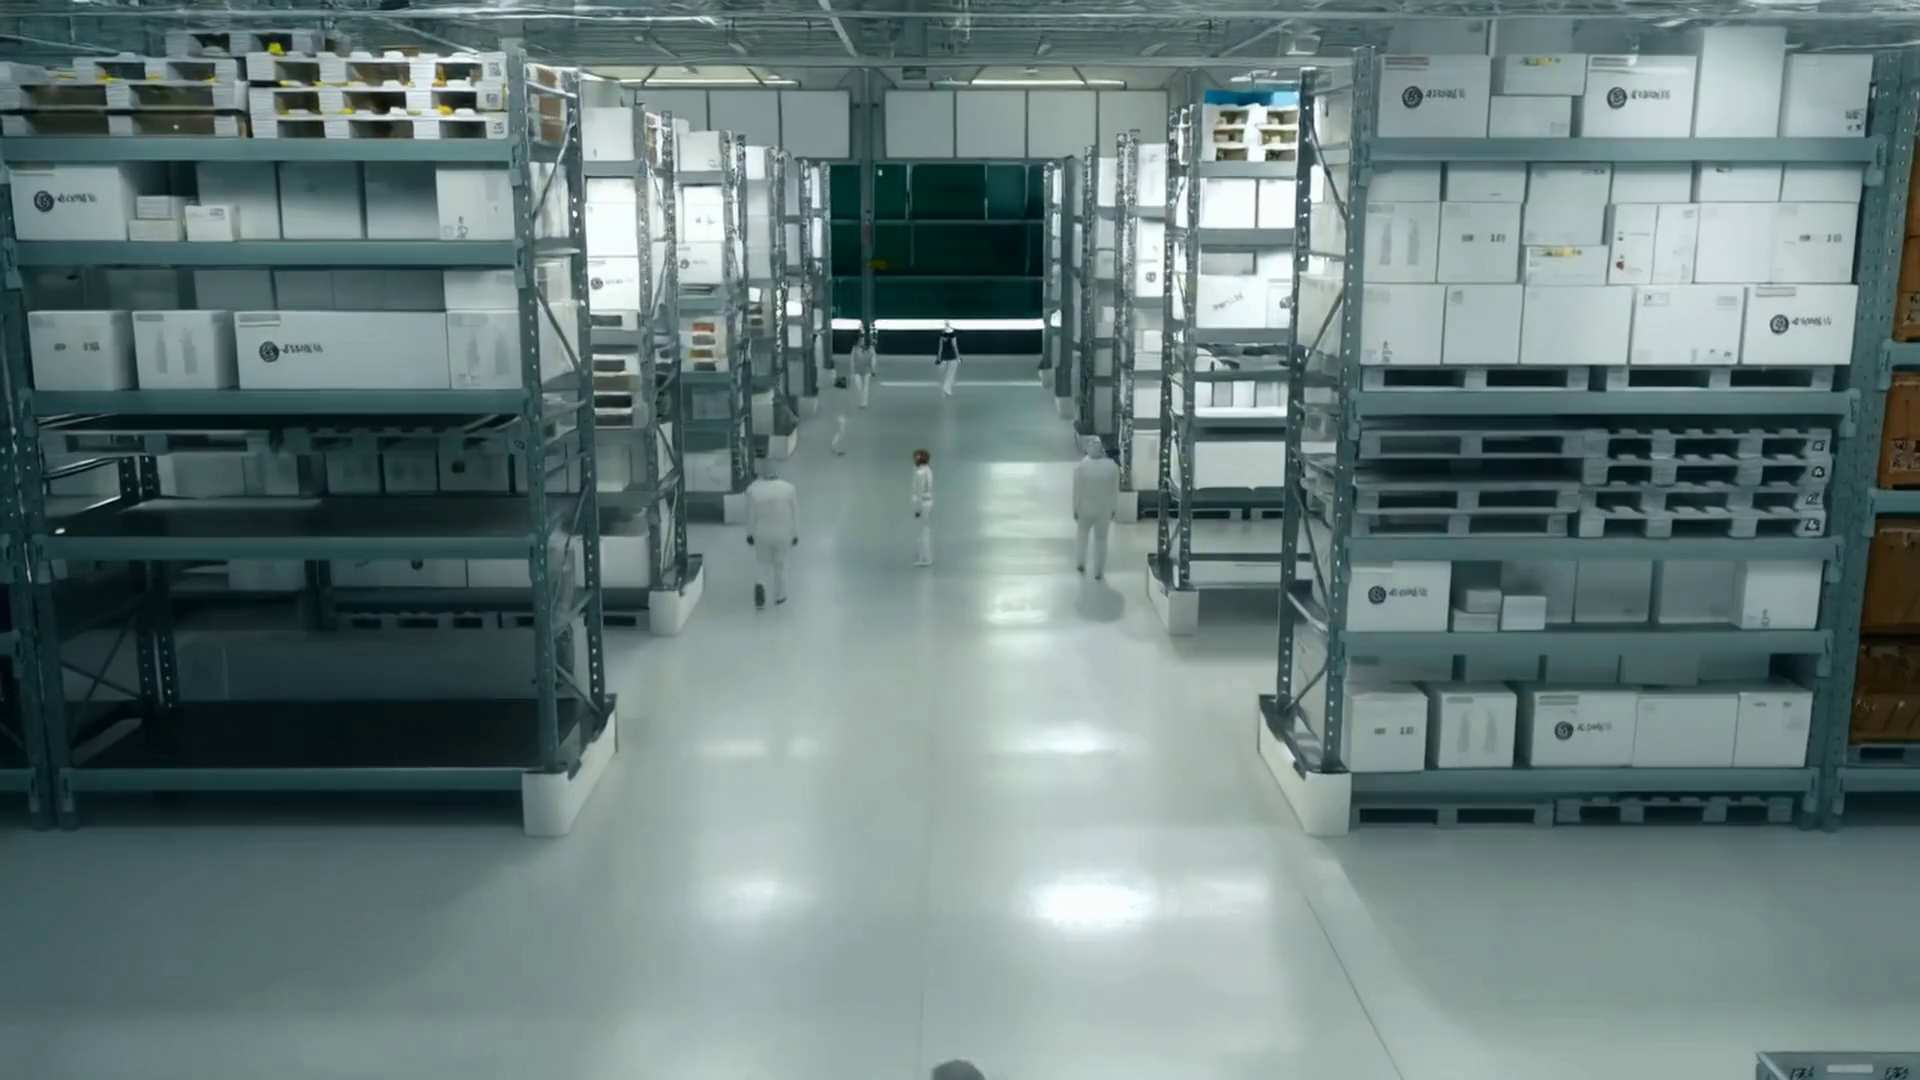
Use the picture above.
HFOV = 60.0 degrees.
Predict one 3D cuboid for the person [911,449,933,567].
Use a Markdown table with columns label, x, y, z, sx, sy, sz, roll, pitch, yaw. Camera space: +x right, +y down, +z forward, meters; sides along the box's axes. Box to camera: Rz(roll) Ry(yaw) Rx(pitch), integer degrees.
| label | x | y | z | sx | sy | sz | roll | pitch | yaw |
| --- | --- | --- | --- | --- | --- | --- | --- | --- | --- |
| person | -0.526 | -0.450 | 23.018 | 0.307 | 1.639 | 0.525 | 2 | 12 | 9 |

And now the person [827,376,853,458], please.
| label | x | y | z | sx | sy | sz | roll | pitch | yaw |
| --- | --- | --- | --- | --- | --- | --- | --- | --- | --- |
| person | -2.356 | -2.428 | 32.868 | 0.533 | 1.617 | 0.402 | 6 | 13 | 28 |

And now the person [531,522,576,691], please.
| label | x | y | z | sx | sy | sz | roll | pitch | yaw |
| --- | --- | --- | --- | --- | --- | --- | --- | --- | --- |
| person | -4.201 | 0.584 | 17.151 | 0.629 | 1.940 | 0.373 | 11 | 16 | 43 |

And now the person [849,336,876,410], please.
| label | x | y | z | sx | sy | sz | roll | pitch | yaw |
| --- | --- | --- | --- | --- | --- | --- | --- | --- | --- |
| person | -2.410 | -4.062 | 40.512 | 0.630 | 1.805 | 0.889 | 2 | 12 | 10 |

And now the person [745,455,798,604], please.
| label | x | y | z | sx | sy | sz | roll | pitch | yaw |
| --- | --- | --- | --- | --- | --- | --- | --- | --- | --- |
| person | -2.341 | -0.099 | 20.673 | 0.649 | 1.890 | 0.592 | 1 | 11 | 4 |

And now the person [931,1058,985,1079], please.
| label | x | y | z | sx | sy | sz | roll | pitch | yaw |
| --- | --- | --- | --- | --- | --- | --- | --- | --- | --- |
| person | -0.069 | 2.858 | 6.599 | 0.872 | 1.651 | 0.539 | 1 | 11 | 3 |

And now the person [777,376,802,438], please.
| label | x | y | z | sx | sy | sz | roll | pitch | yaw |
| --- | --- | --- | --- | --- | --- | --- | --- | --- | --- |
| person | -3.884 | -3.111 | 35.403 | 1.094 | 1.969 | 0.680 | 0 | 11 | -2 |

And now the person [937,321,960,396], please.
| label | x | y | z | sx | sy | sz | roll | pitch | yaw |
| --- | --- | --- | --- | --- | --- | --- | --- | --- | --- |
| person | -0.330 | -4.725 | 43.403 | 0.619 | 1.967 | 0.836 | 5 | 13 | 24 |

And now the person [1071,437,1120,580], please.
| label | x | y | z | sx | sy | sz | roll | pitch | yaw |
| --- | --- | --- | --- | --- | --- | --- | --- | --- | --- |
| person | 1.813 | -0.441 | 22.364 | 0.647 | 1.882 | 0.770 | 1 | 11 | 3 |
